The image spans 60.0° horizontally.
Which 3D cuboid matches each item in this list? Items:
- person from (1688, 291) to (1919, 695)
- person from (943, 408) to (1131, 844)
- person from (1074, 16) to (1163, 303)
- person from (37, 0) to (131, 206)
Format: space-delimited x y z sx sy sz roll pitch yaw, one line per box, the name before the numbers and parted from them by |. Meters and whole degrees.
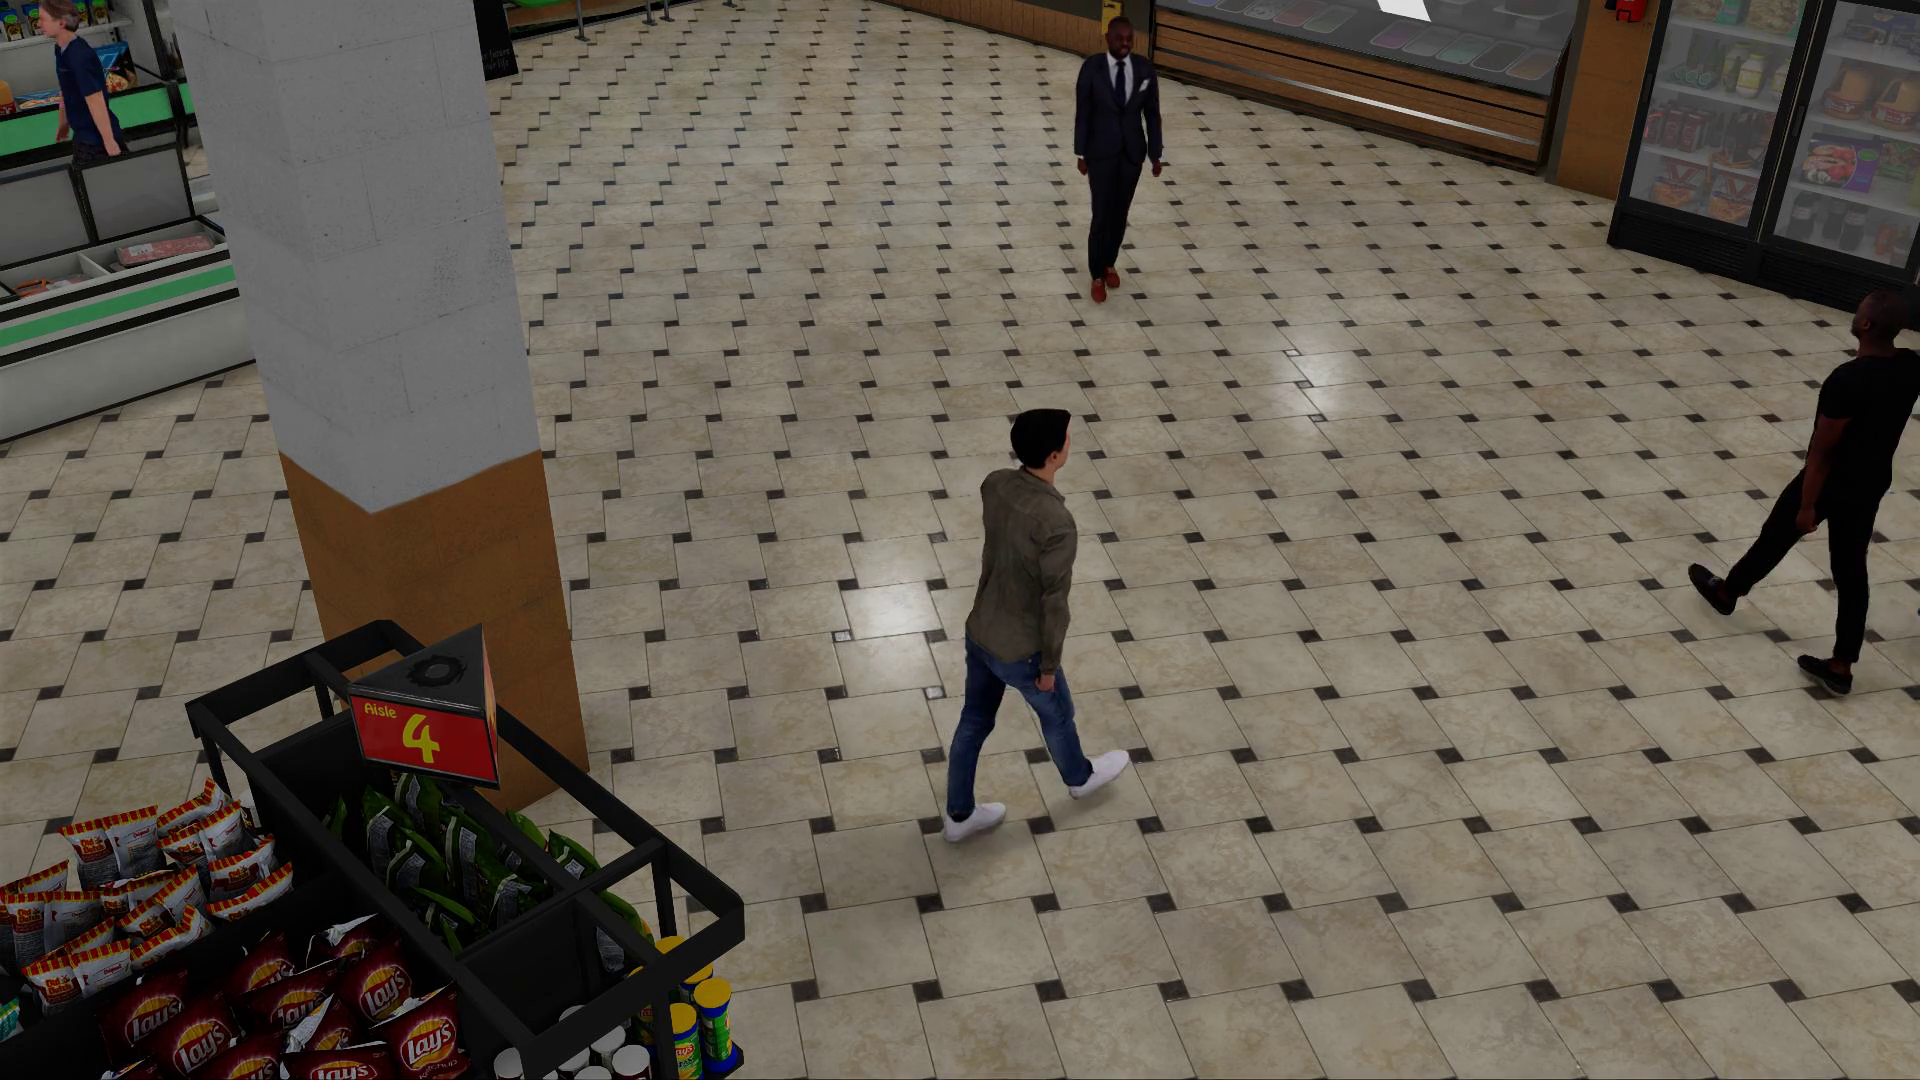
person | 3.852 -0.154 7.157 1.212 1.774 1.069 -11 33 -17
person | 0.123 0.399 6.224 1.099 1.820 0.791 -23 39 -32
person | 1.004 -2.554 10.983 0.906 1.808 0.957 -6 32 -10
person | -5.744 -2.742 11.276 1.262 1.816 0.906 -16 35 -24
